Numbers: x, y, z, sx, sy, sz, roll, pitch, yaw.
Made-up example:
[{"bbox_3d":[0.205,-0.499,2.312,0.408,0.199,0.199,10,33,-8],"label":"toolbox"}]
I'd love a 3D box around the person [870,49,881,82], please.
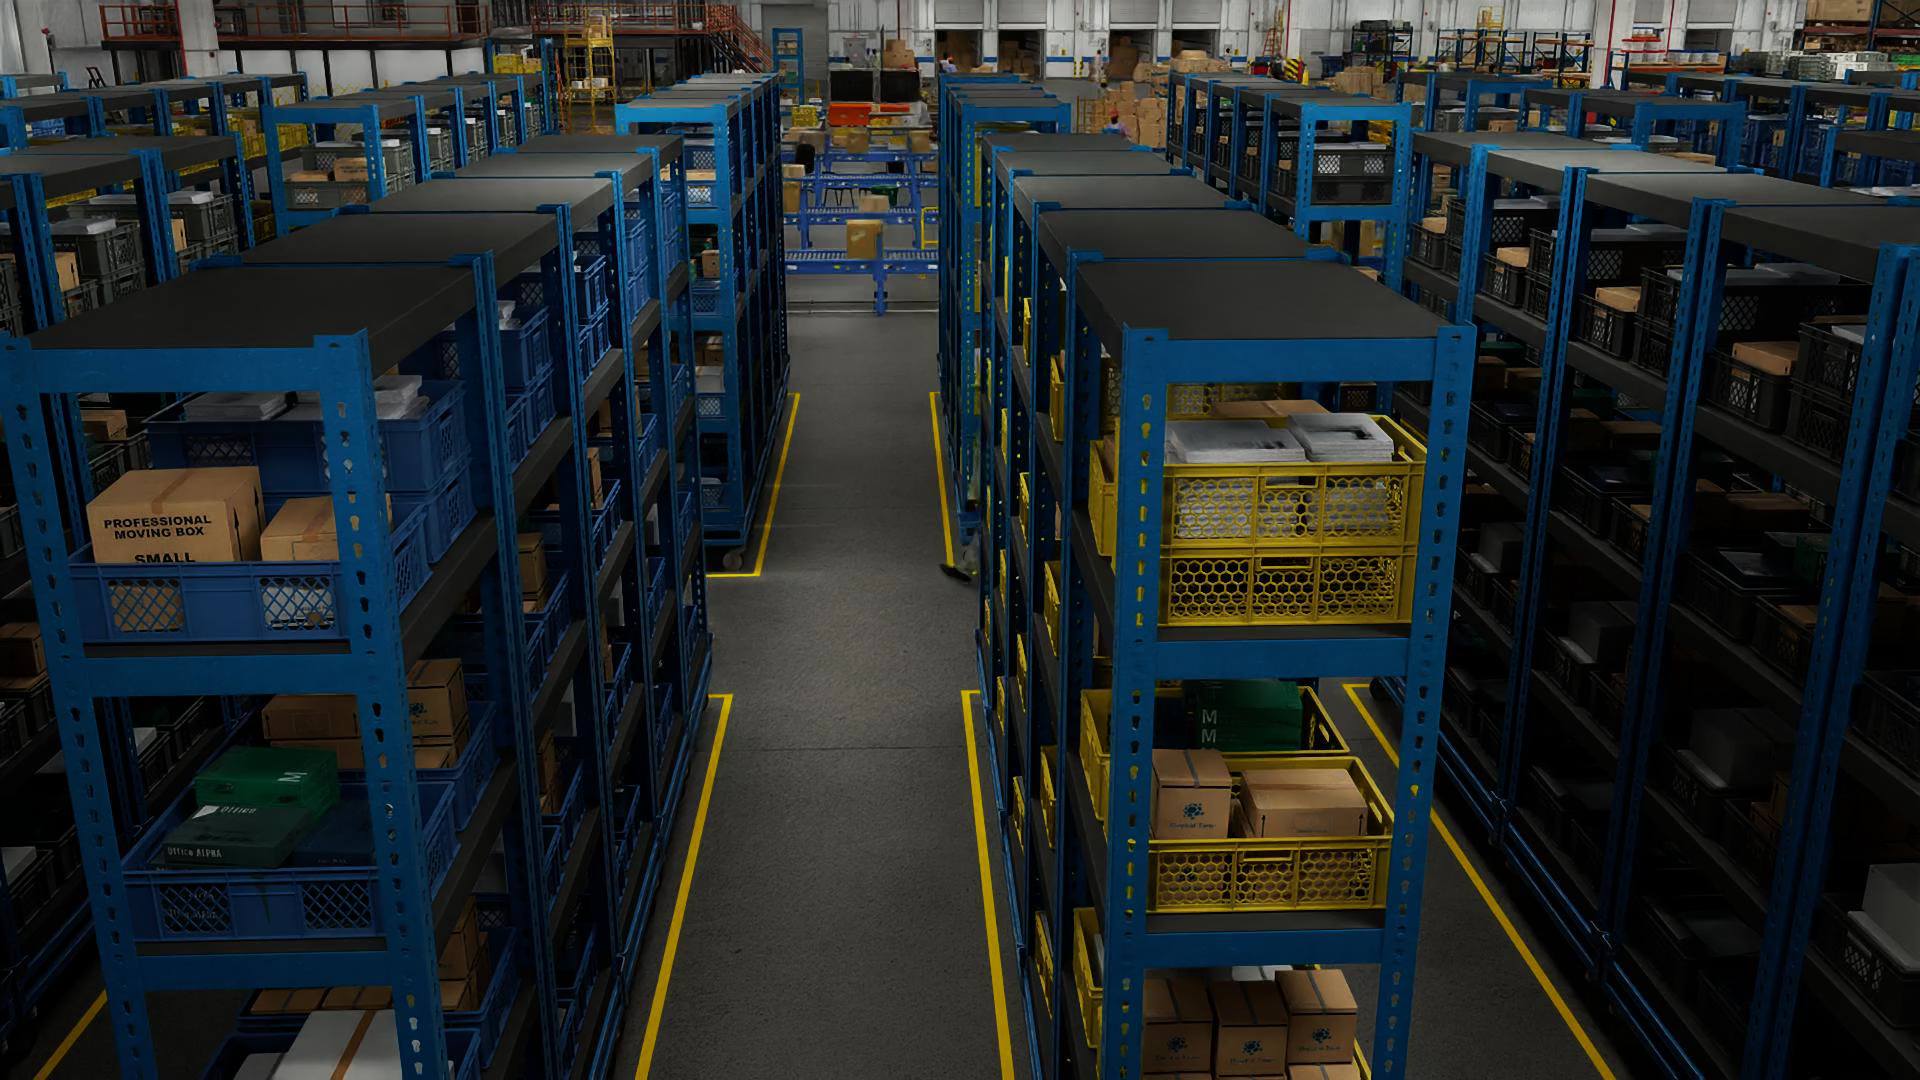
[{"bbox_3d":[-4.860,-26.807,93.946,0.936,1.792,0.639,0,18,0],"label":"person"}]

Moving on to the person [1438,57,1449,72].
[{"bbox_3d":[22.682,-21.683,77.988,0.590,1.866,0.730,-6,19,-18],"label":"person"}]

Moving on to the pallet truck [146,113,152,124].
[{"bbox_3d":[-18.087,-8.309,36.390,1.885,1.965,0.823,-1,18,-4],"label":"pallet truck"}]

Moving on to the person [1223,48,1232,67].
[{"bbox_3d":[15.036,-26.692,93.473,0.528,1.876,0.323,6,19,18],"label":"person"}]

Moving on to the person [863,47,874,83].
[{"bbox_3d":[-5.096,-26.409,92.512,0.634,1.929,0.578,3,18,8],"label":"person"}]

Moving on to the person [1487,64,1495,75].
[{"bbox_3d":[21.163,-18.072,66.712,0.865,1.930,0.619,1,18,5],"label":"person"}]

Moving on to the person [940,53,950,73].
[{"bbox_3d":[-0.716,-23.352,83.076,0.599,1.905,0.534,-1,18,-2],"label":"person"}]

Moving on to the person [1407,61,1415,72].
[{"bbox_3d":[19.396,-19.553,71.334,0.761,1.913,0.550,9,20,25],"label":"person"}]

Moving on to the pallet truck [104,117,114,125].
[{"bbox_3d":[-18.367,-7.885,35.078,1.885,1.965,0.823,1,18,2],"label":"pallet truck"}]

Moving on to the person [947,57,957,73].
[{"bbox_3d":[-0.414,-21.038,75.881,0.548,1.934,0.376,-14,23,-37],"label":"person"}]

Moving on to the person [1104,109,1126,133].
[{"bbox_3d":[3.690,-9.350,39.795,0.546,1.890,0.996,5,18,14],"label":"person"}]

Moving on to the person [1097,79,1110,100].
[{"bbox_3d":[5.145,-15.667,59.647,0.494,1.694,0.886,5,19,15],"label":"person"}]

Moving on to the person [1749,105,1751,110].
[{"bbox_3d":[21.545,-11.114,45.677,0.512,1.623,0.576,2,18,5],"label":"person"}]

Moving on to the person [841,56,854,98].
[{"bbox_3d":[-5.279,-21.705,77.995,0.606,1.899,0.553,-1,18,-3],"label":"person"}]

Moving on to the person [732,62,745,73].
[{"bbox_3d":[-9.431,-19.384,70.845,0.572,1.883,0.355,0,18,1],"label":"person"}]

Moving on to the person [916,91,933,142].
[{"bbox_3d":[-1.090,-12.479,49.660,0.900,1.770,0.580,3,18,10],"label":"person"}]

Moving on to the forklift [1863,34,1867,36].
[{"bbox_3d":[46.742,-24.865,86.208,1.873,2.768,1.129,10,20,27],"label":"forklift"}]

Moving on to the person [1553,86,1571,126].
[{"bbox_3d":[19.551,-13.968,54.375,0.815,1.716,0.533,10,20,28],"label":"person"}]

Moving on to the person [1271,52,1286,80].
[{"bbox_3d":[15.344,-22.589,80.509,0.709,2.000,0.974,13,22,34],"label":"person"}]

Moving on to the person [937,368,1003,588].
[{"bbox_3d":[0.207,-0.431,12.335,0.901,1.783,0.609,6,19,18],"label":"person"}]

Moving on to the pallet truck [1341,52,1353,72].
[{"bbox_3d":[18.794,-23.123,82.231,0.823,1.965,1.885,-13,22,-35],"label":"pallet truck"}]

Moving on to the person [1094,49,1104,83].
[{"bbox_3d":[7.763,-26.239,92.145,0.632,1.825,0.652,-16,24,-41],"label":"person"}]

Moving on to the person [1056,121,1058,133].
[{"bbox_3d":[2.243,-8.878,38.077,0.395,2.044,0.609,-3,18,-8],"label":"person"}]

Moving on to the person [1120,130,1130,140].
[{"bbox_3d":[3.315,-7.261,33.352,0.967,1.870,0.666,-12,21,-32],"label":"person"}]

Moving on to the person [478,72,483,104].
[{"bbox_3d":[-18.054,-16.589,62.285,0.527,1.823,0.527,-2,18,-7],"label":"person"}]

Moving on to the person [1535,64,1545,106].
[{"bbox_3d":[24.095,-18.863,69.281,0.502,1.861,0.334,-9,20,-26],"label":"person"}]

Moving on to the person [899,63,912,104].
[{"bbox_3d":[-2.199,-18.269,67.242,0.643,1.973,0.501,-13,22,-36],"label":"person"}]
